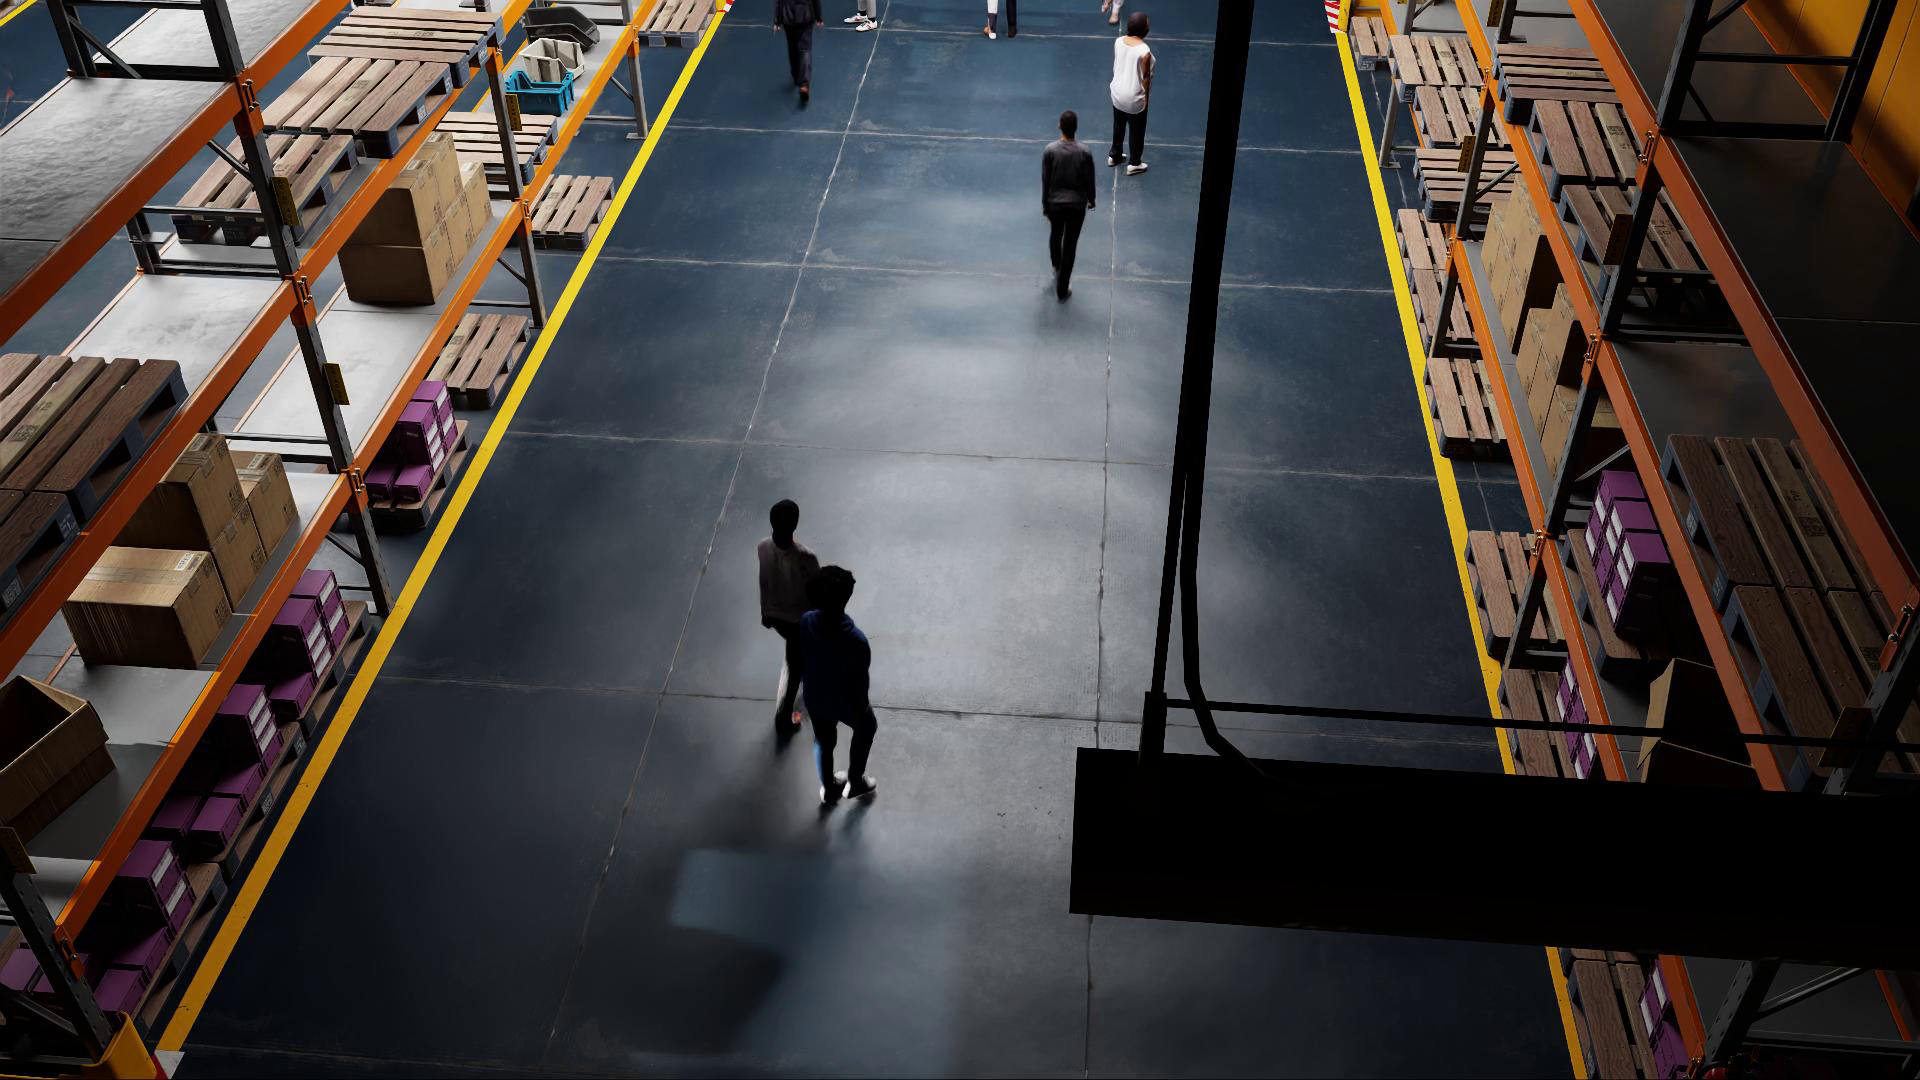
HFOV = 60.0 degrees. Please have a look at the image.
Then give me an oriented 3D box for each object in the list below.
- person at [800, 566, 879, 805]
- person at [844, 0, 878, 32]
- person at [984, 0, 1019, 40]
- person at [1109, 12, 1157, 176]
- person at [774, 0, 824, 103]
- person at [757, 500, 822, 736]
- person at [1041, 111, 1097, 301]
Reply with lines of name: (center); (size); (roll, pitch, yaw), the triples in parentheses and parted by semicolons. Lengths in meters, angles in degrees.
person: (-0.806, 0.974, 10.171); (0.771, 1.791, 0.755); (17, 42, 20)
person: (-1.204, -7.242, 20.326); (0.859, 1.956, 0.747); (-19, 42, -22)
person: (0.496, -7.025, 20.105); (0.721, 1.893, 0.646); (-3, 39, -4)
person: (1.793, -4.663, 17.316); (0.824, 1.683, 0.761); (-26, 45, -29)
person: (-1.828, -5.846, 18.723); (0.758, 1.776, 1.183); (1, 39, 1)
person: (-1.127, 0.558, 10.734); (0.864, 1.738, 1.081); (21, 43, 24)
person: (0.967, -3.018, 15.217); (0.747, 1.731, 1.030); (10, 40, 13)
